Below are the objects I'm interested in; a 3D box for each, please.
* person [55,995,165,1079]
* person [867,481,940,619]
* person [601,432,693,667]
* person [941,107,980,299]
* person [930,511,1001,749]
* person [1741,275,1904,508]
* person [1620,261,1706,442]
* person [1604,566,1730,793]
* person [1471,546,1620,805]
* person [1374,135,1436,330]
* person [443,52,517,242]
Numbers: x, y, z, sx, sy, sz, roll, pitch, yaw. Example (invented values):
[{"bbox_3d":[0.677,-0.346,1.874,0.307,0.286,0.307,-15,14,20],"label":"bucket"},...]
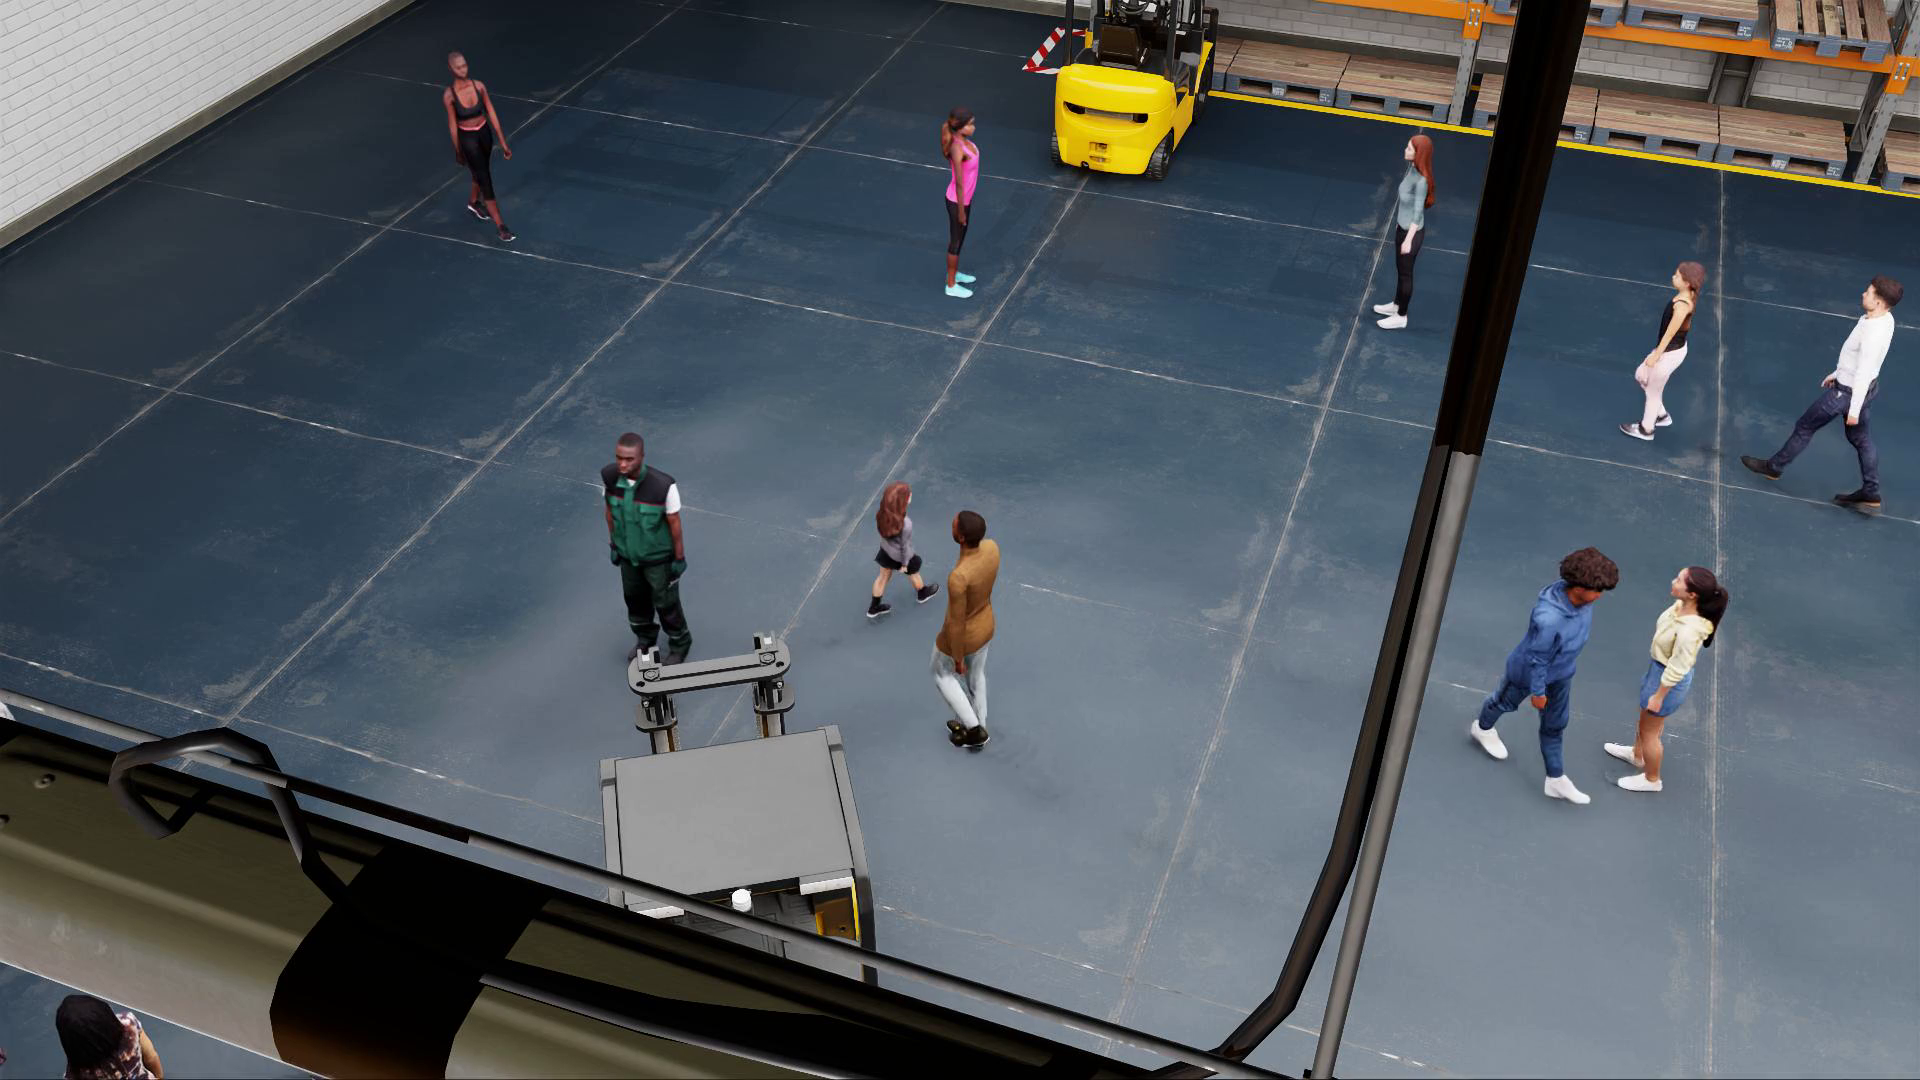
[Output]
[{"bbox_3d":[-3.724,2.621,7.502,0.525,1.733,0.610,10,40,13],"label":"person"},{"bbox_3d":[-0.474,0.074,11.213,0.764,1.081,0.783,-27,46,-29],"label":"person"},{"bbox_3d":[-1.998,0.060,10.628,0.512,1.834,0.726,13,41,16],"label":"person"},{"bbox_3d":[-0.005,-2.963,14.500,0.602,1.724,0.606,5,39,6],"label":"person"},{"bbox_3d":[0.116,0.586,9.991,0.762,1.805,0.739,26,46,29],"label":"person"},{"bbox_3d":[6.526,-1.020,11.985,1.316,1.828,0.954,29,47,31],"label":"person"},{"bbox_3d":[5.470,-1.418,12.698,0.637,1.559,0.581,21,43,24],"label":"person"},{"bbox_3d":[4.195,0.813,9.843,0.619,1.636,0.661,16,41,19],"label":"person"},{"bbox_3d":[3.383,0.699,9.884,1.100,1.763,1.211,-22,44,-26],"label":"person"},{"bbox_3d":[3.781,-2.590,14.020,0.589,1.742,0.630,5,39,6],"label":"person"},{"bbox_3d":[-4.524,-3.697,15.426,0.966,1.716,1.250,-30,47,-32],"label":"person"}]
